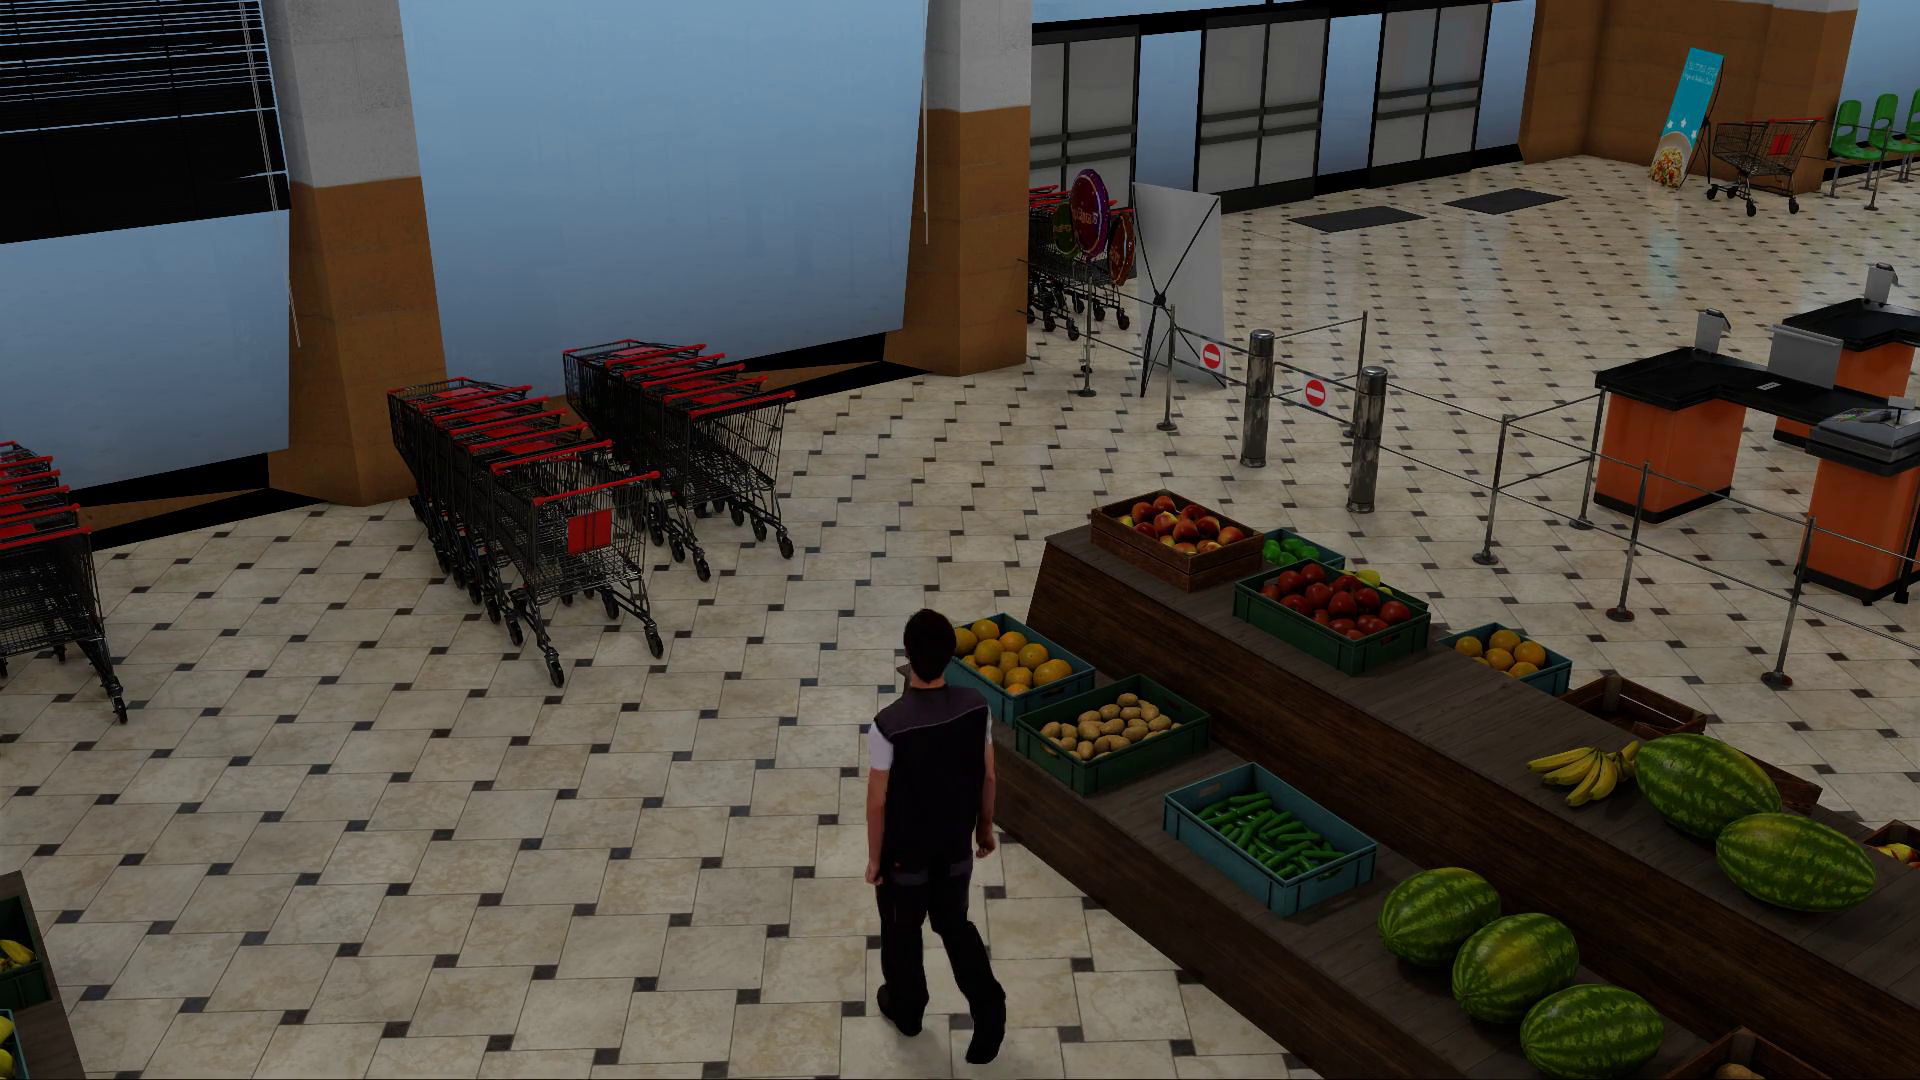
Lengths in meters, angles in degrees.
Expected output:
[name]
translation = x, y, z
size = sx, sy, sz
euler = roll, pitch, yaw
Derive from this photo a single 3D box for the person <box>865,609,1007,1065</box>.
[person]
translation = -0.073, 1.160, 6.162
size = 0.747, 1.828, 1.003
euler = -13, 27, -26
